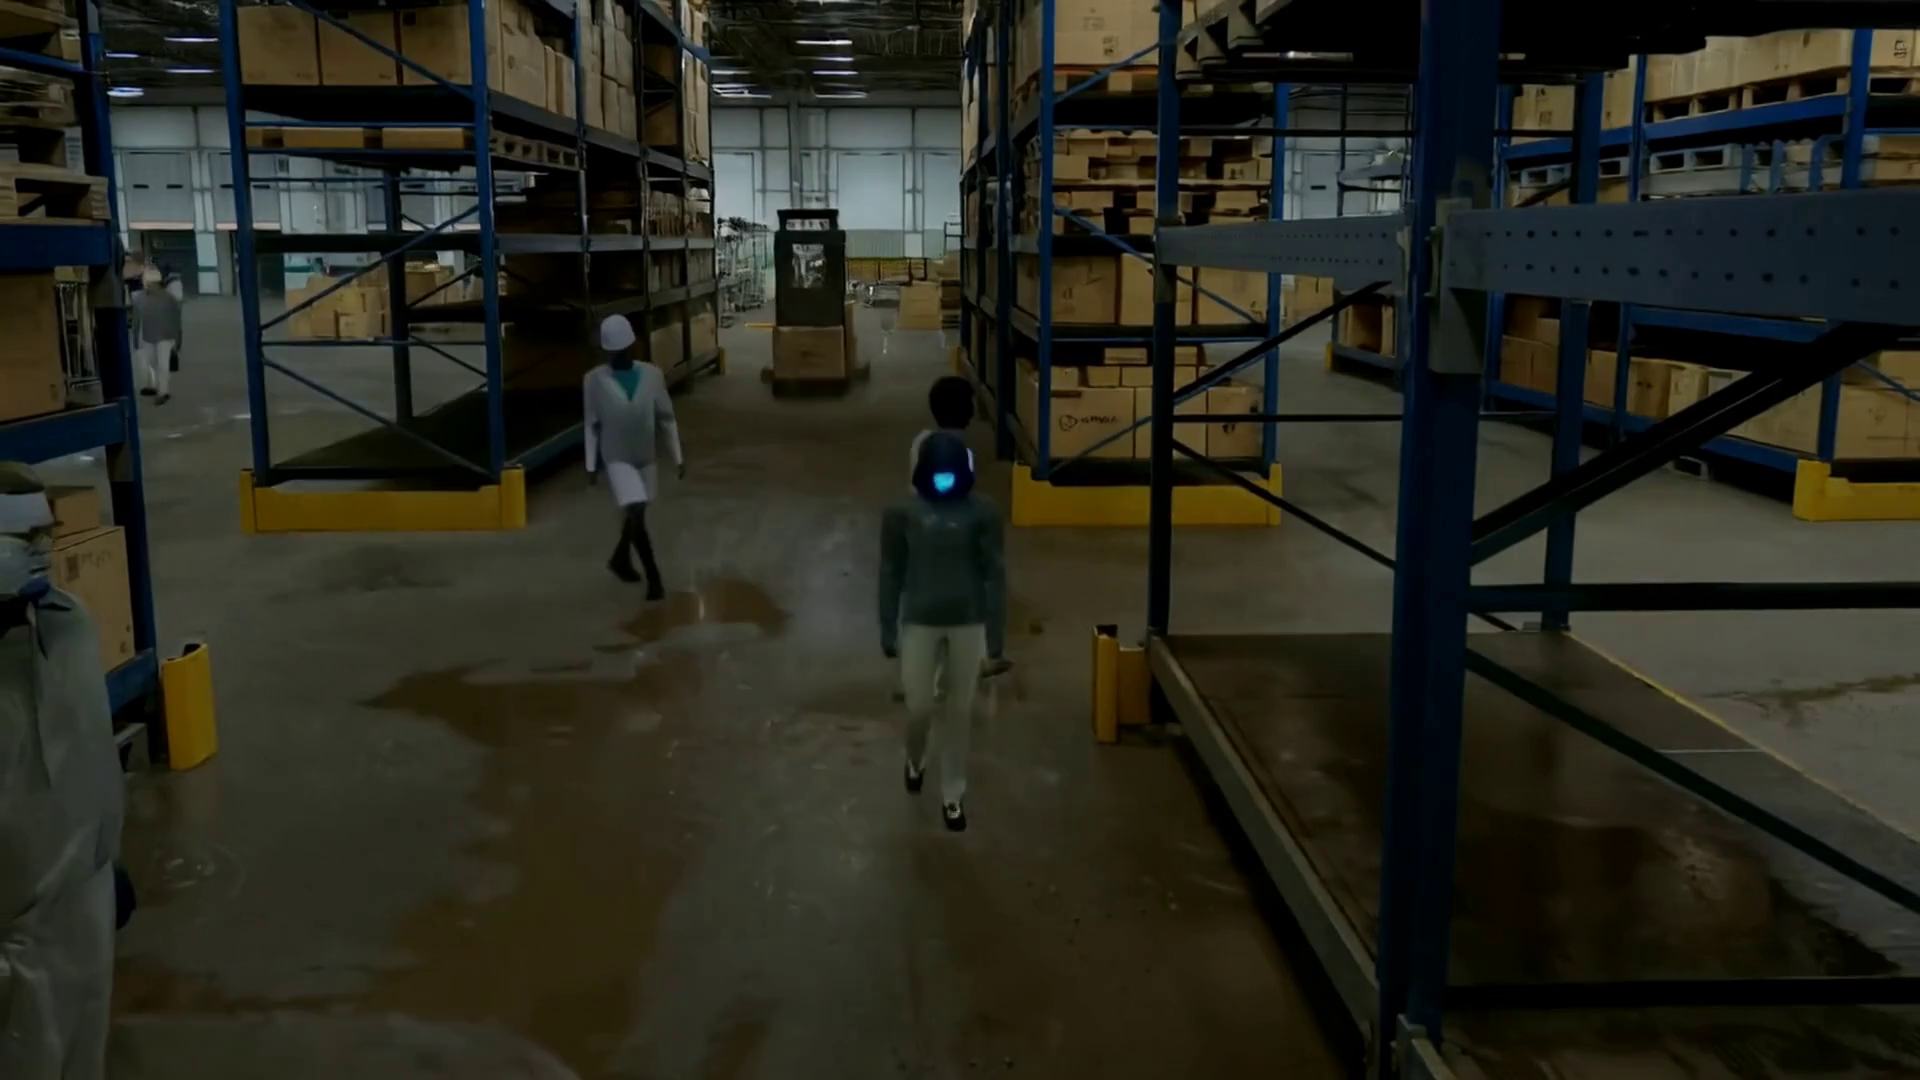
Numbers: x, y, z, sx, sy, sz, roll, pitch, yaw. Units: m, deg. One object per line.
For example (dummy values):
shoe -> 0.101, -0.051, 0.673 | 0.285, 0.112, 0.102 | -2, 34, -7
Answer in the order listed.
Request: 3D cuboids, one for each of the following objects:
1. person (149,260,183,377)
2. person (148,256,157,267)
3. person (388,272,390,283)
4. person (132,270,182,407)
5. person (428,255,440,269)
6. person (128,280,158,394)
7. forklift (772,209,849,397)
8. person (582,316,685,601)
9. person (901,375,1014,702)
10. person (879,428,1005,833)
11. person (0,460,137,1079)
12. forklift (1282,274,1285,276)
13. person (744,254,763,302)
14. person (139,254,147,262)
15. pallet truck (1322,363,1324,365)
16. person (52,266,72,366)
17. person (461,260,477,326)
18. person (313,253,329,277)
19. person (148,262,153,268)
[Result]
person -> -13.828, -3.844, 28.873 | 0.686, 2.000, 0.540 | 5, 11, 26
person -> -28.442, -9.114, 58.789 | 0.625, 1.844, 0.429 | 3, 11, 18
person -> -18.738, -8.403, 55.258 | 0.534, 1.692, 0.321 | -9, 14, -42
person -> -11.571, -2.915, 23.991 | 0.632, 1.948, 1.043 | -1, 10, -8
person -> -18.061, -8.836, 57.088 | 0.973, 1.904, 0.643 | -9, 13, -40
person -> -12.604, -3.127, 25.669 | 0.322, 1.761, 0.522 | -5, 11, -27
forklift -> -2.298, -3.636, 25.374 | 1.129, 2.768, 1.873 | 0, 10, -2
person -> -2.208, -0.572, 11.136 | 0.634, 1.870, 0.971 | -5, 11, -27
person -> 0.015, -0.011, 8.556 | 0.812, 1.659, 0.557 | -5, 11, -25
person -> -0.073, 0.346, 6.715 | 0.501, 1.619, 0.438 | -1, 10, -8
person -> -2.006, 0.769, 3.590 | 0.401, 1.900, 0.636 | 1, 10, 4
forklift -> 12.240, -10.302, 62.509 | 1.129, 2.768, 1.873 | 0, 10, -2
person -> -7.843, -9.757, 62.208 | 0.971, 1.902, 0.550 | 1, 10, 7
person -> -29.306, -9.312, 59.728 | 0.622, 1.899, 0.972 | 10, 14, 44
pallet truck -> 7.712, -4.157, 30.737 | 1.885, 1.965, 0.823 | 3, 11, 16
person -> -17.112, -4.247, 31.330 | 0.612, 1.962, 0.361 | 3, 10, 14
person -> -13.684, -6.869, 46.283 | 0.350, 1.843, 0.506 | 4, 11, 22
person -> -24.392, -10.028, 63.702 | 0.807, 1.897, 0.621 | 4, 11, 22
person -> -25.274, -7.853, 52.161 | 0.915, 1.697, 0.488 | 9, 13, 40
